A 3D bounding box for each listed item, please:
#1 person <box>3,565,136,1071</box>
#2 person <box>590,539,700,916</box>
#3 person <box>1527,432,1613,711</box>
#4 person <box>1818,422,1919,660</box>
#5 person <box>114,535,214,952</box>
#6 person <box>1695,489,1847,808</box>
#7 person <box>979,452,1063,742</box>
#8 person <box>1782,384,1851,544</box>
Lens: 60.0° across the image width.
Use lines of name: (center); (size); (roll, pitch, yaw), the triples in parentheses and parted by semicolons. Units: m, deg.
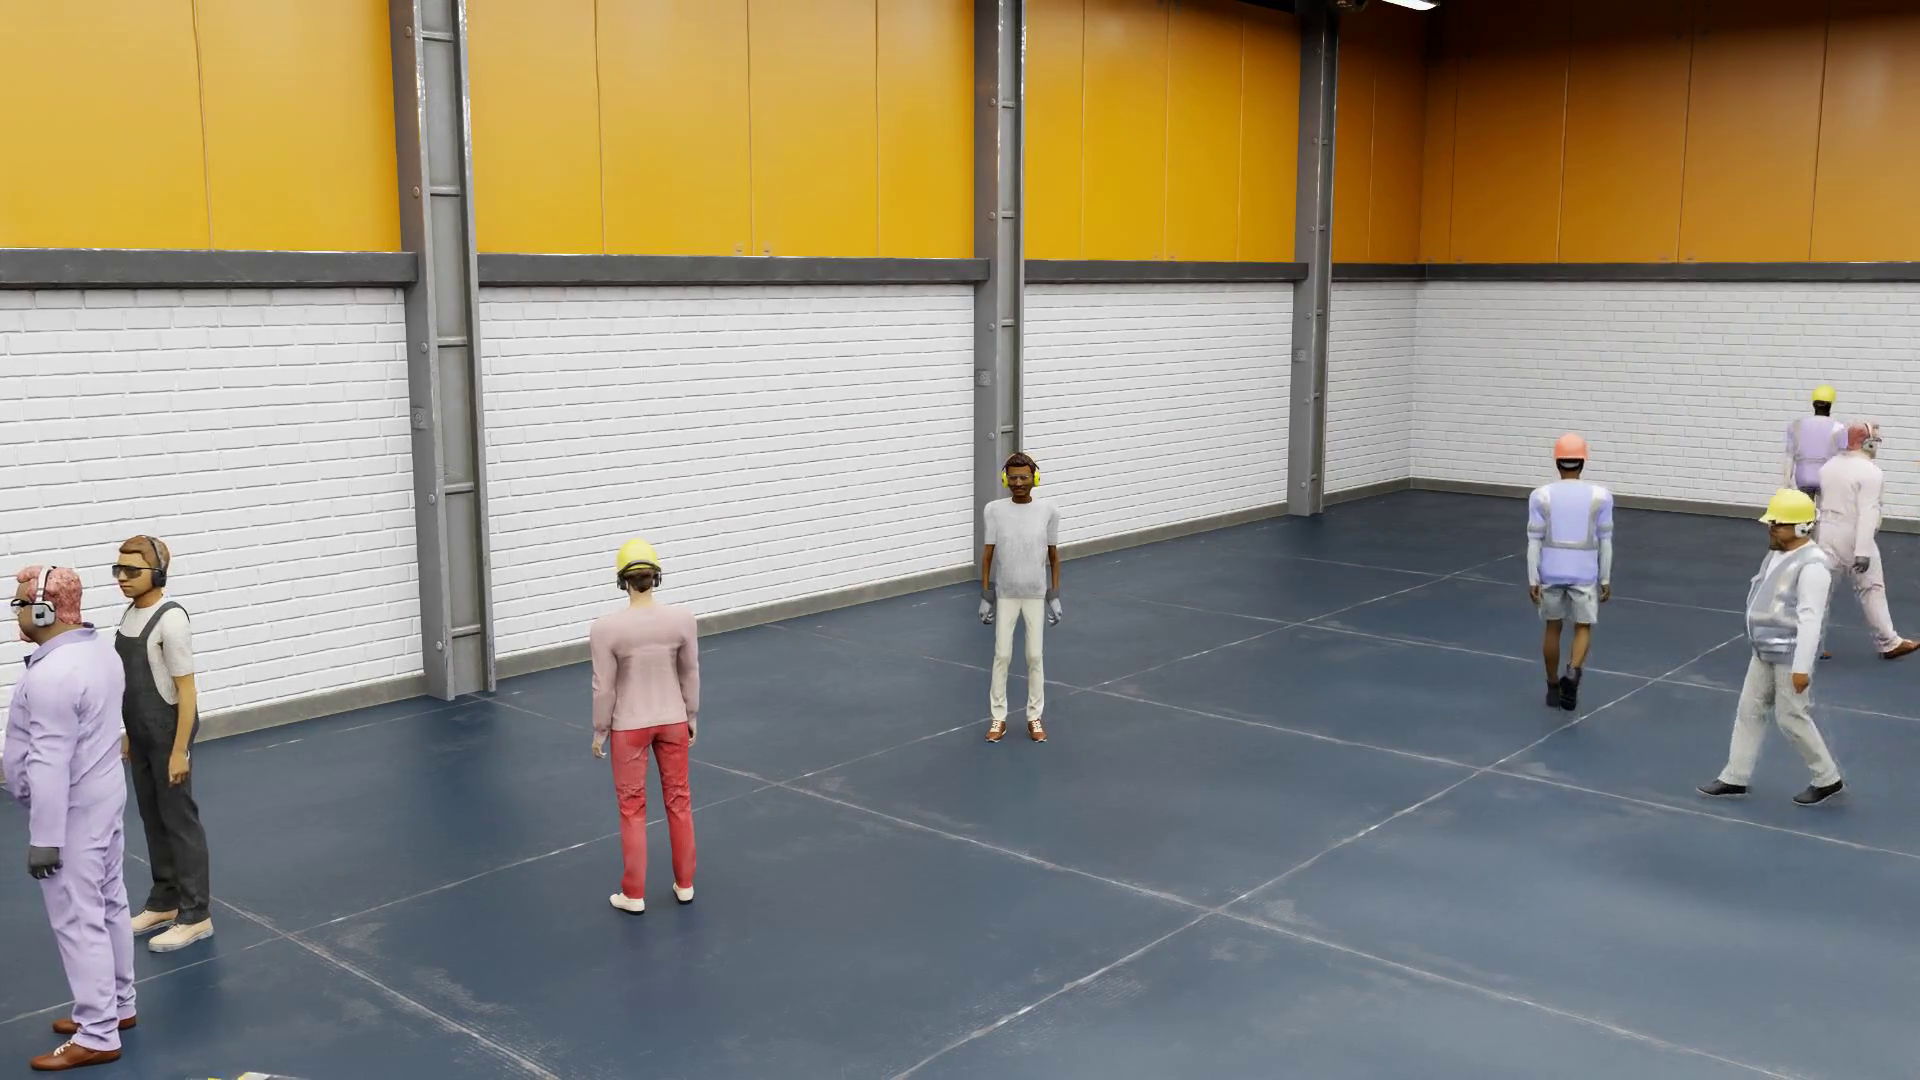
person: (-3.389, 1.035, 6.324); (0.401, 1.901, 0.646); (-2, 9, -11)
person: (-1.472, 0.870, 7.784); (0.524, 1.760, 0.328); (-5, 10, -29)
person: (4.126, 0.231, 11.293); (0.565, 1.918, 0.631); (3, 10, 21)
person: (6.931, 0.018, 12.805); (0.975, 1.853, 0.676); (-1, 9, -8)
person: (-3.571, 0.890, 7.382); (0.513, 1.846, 0.340); (7, 12, 38)
person: (4.614, 0.608, 9.281); (0.750, 1.808, 0.606); (1, 9, 4)
person: (0.389, 0.365, 10.609); (0.534, 1.868, 0.310); (0, 9, 1)
person: (8.536, -0.596, 16.610); (0.620, 1.939, 0.632); (8, 12, 40)
